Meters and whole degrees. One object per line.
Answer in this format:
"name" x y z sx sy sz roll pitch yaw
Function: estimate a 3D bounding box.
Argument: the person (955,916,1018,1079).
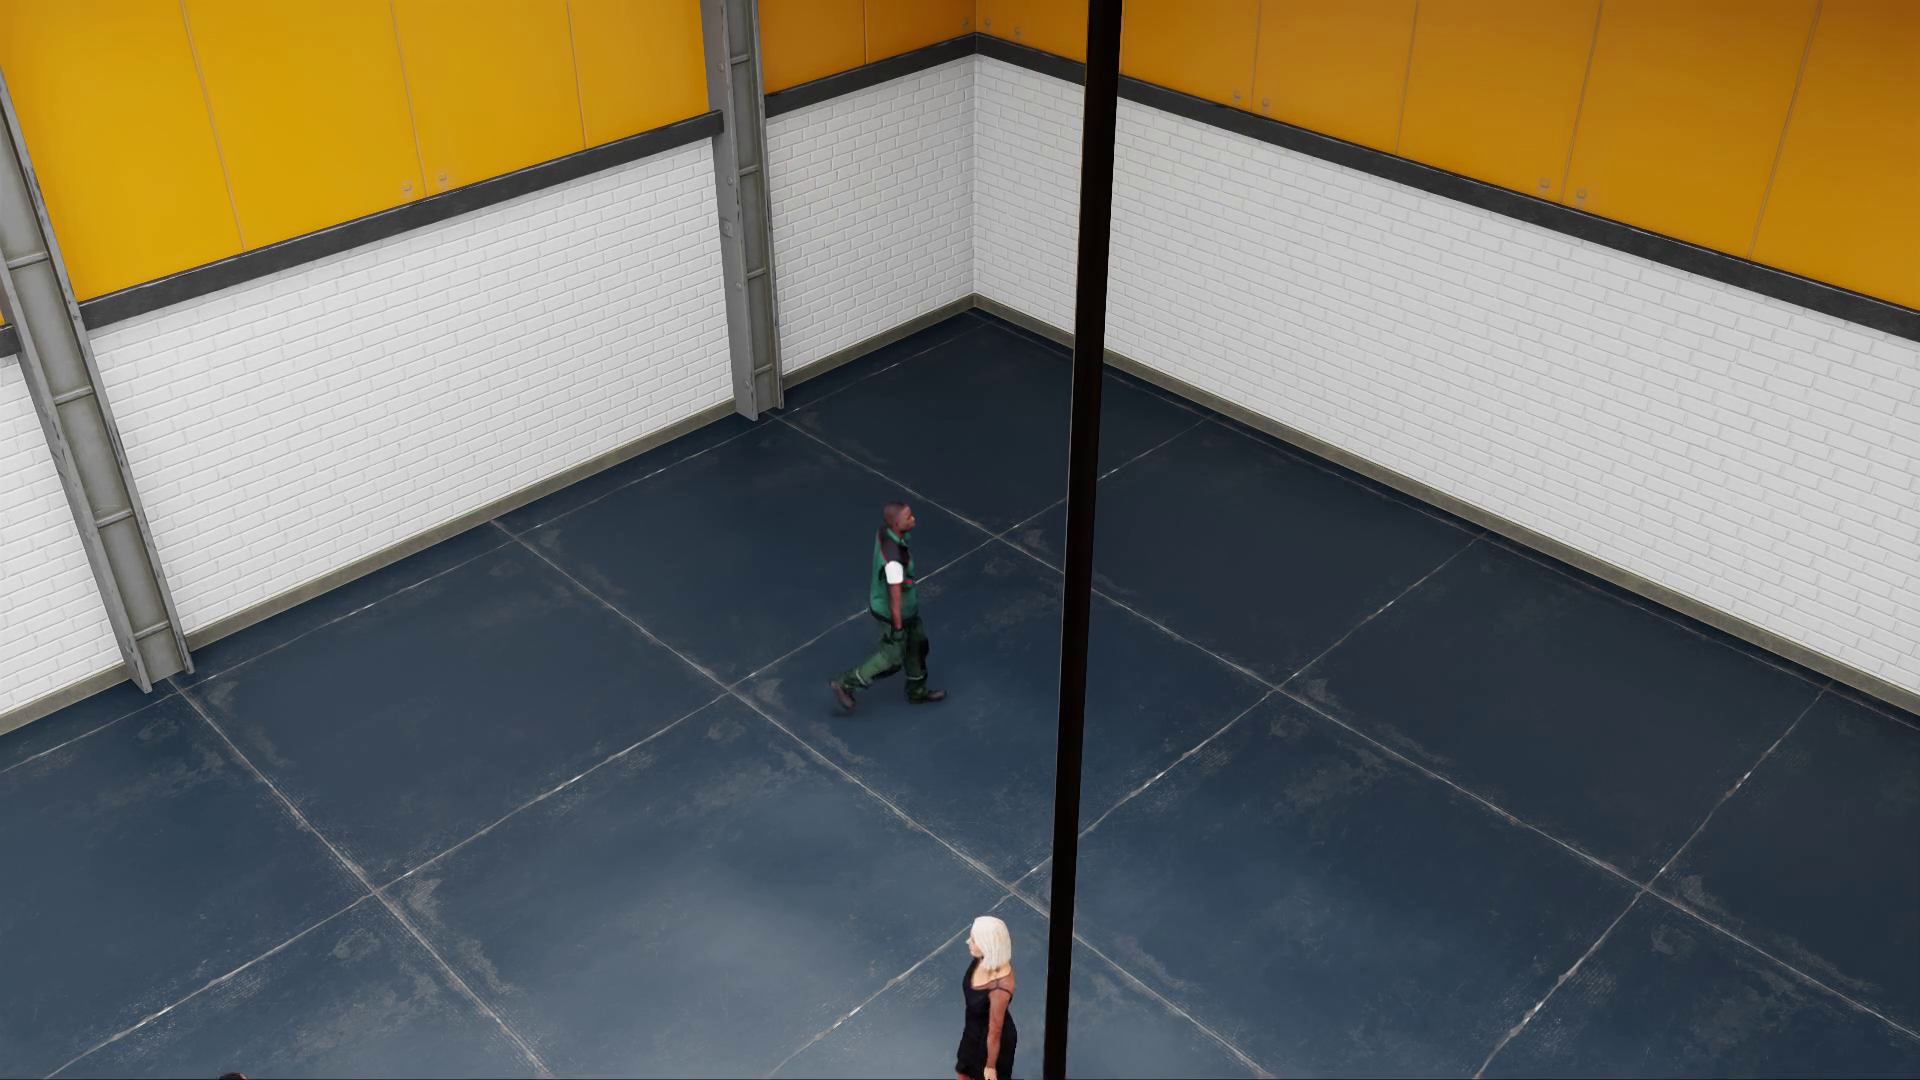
"person" 0.245 2.688 8.957 1.085 1.722 0.954 -5 34 -7

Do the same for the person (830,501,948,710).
"person" -0.553 0.517 12.139 1.222 1.816 1.111 -3 34 -5
